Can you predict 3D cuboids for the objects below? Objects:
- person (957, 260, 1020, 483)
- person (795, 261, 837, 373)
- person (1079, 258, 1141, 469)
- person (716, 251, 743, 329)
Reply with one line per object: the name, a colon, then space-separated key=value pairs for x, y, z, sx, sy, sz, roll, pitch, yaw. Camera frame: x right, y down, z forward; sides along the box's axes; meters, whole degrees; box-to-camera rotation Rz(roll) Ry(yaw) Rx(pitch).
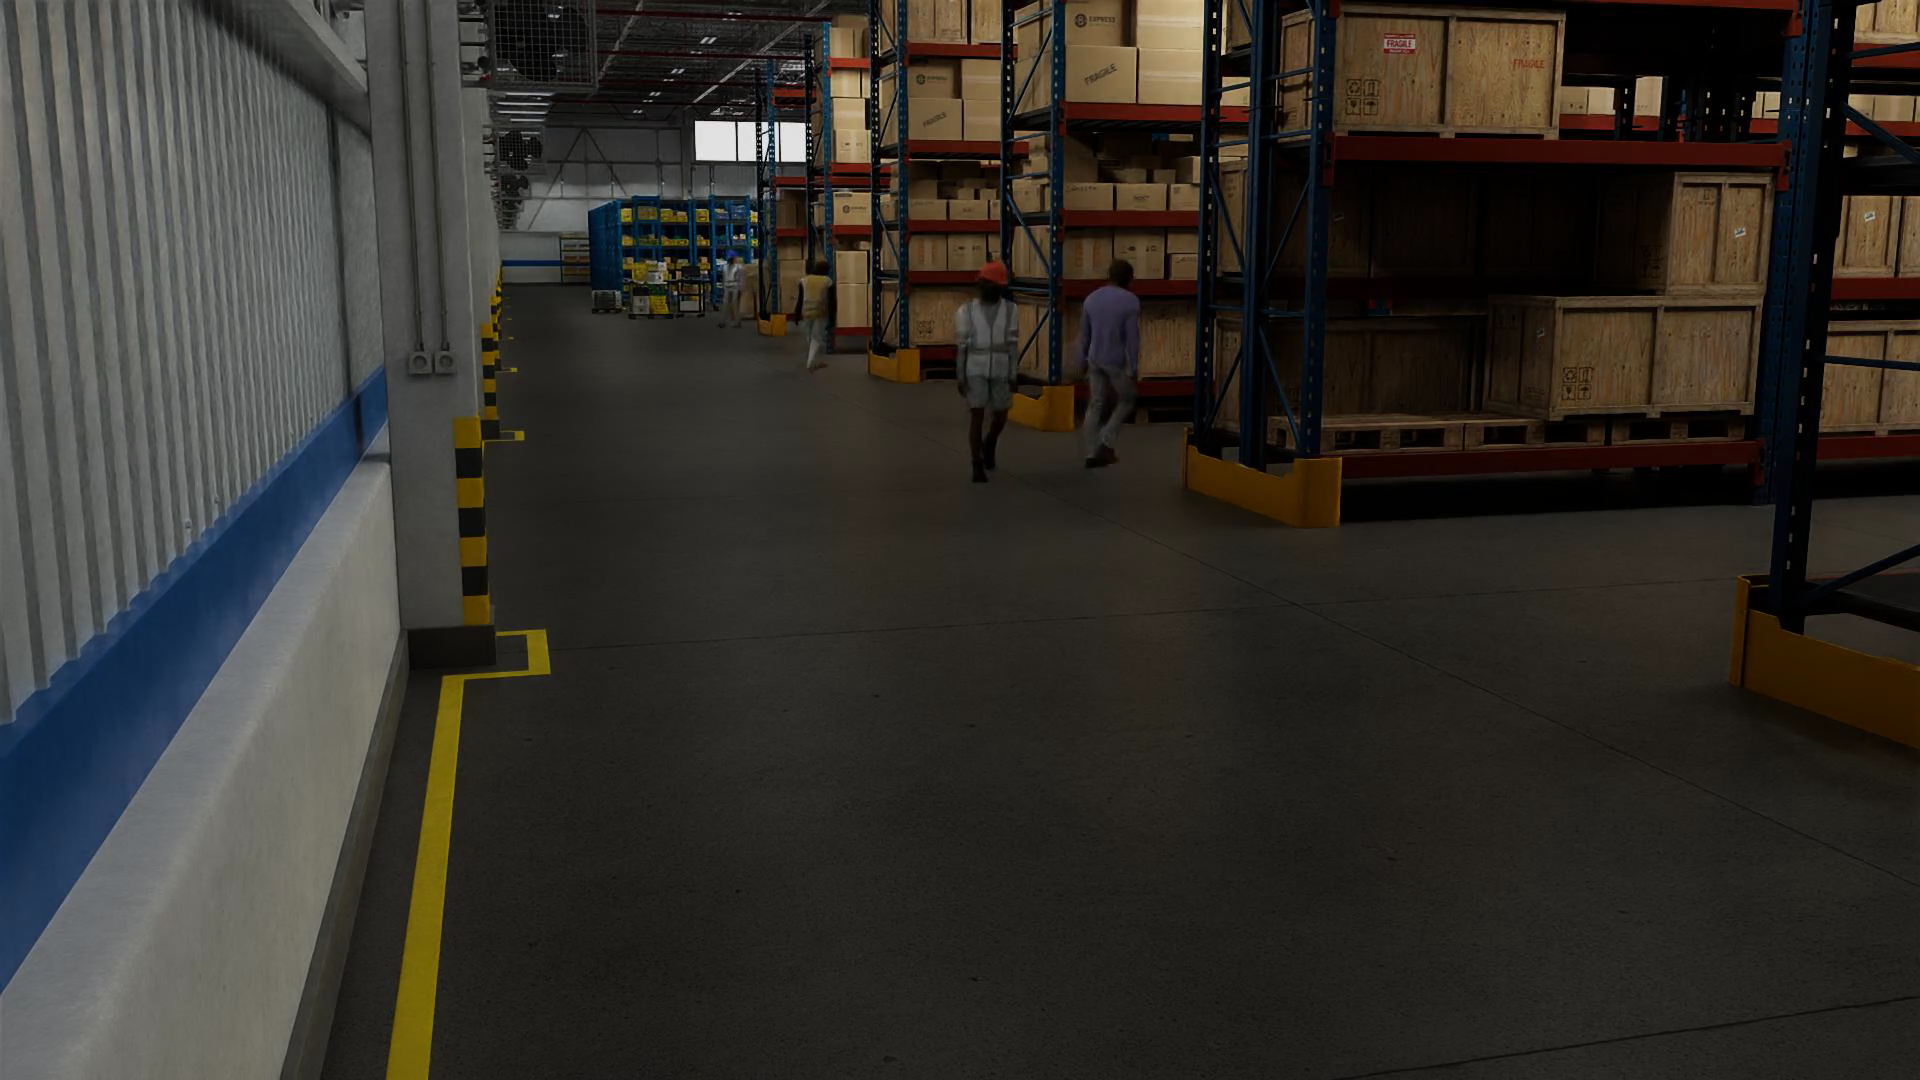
person: x=0.235 y=-1.458 z=14.377 sx=0.562 sy=1.912 sz=0.530 roll=-2 pitch=10 yaw=-11
person: x=-2.293 y=-3.576 z=26.726 sx=0.706 sy=1.787 sz=0.826 roll=4 pitch=11 yaw=21
person: x=1.352 y=-1.592 z=15.118 sx=0.750 sy=1.912 sz=0.487 roll=9 pitch=14 yaw=42
person: x=-5.647 y=-6.130 z=40.823 sx=0.644 sy=1.905 sz=0.938 roll=4 pitch=11 yaw=23
